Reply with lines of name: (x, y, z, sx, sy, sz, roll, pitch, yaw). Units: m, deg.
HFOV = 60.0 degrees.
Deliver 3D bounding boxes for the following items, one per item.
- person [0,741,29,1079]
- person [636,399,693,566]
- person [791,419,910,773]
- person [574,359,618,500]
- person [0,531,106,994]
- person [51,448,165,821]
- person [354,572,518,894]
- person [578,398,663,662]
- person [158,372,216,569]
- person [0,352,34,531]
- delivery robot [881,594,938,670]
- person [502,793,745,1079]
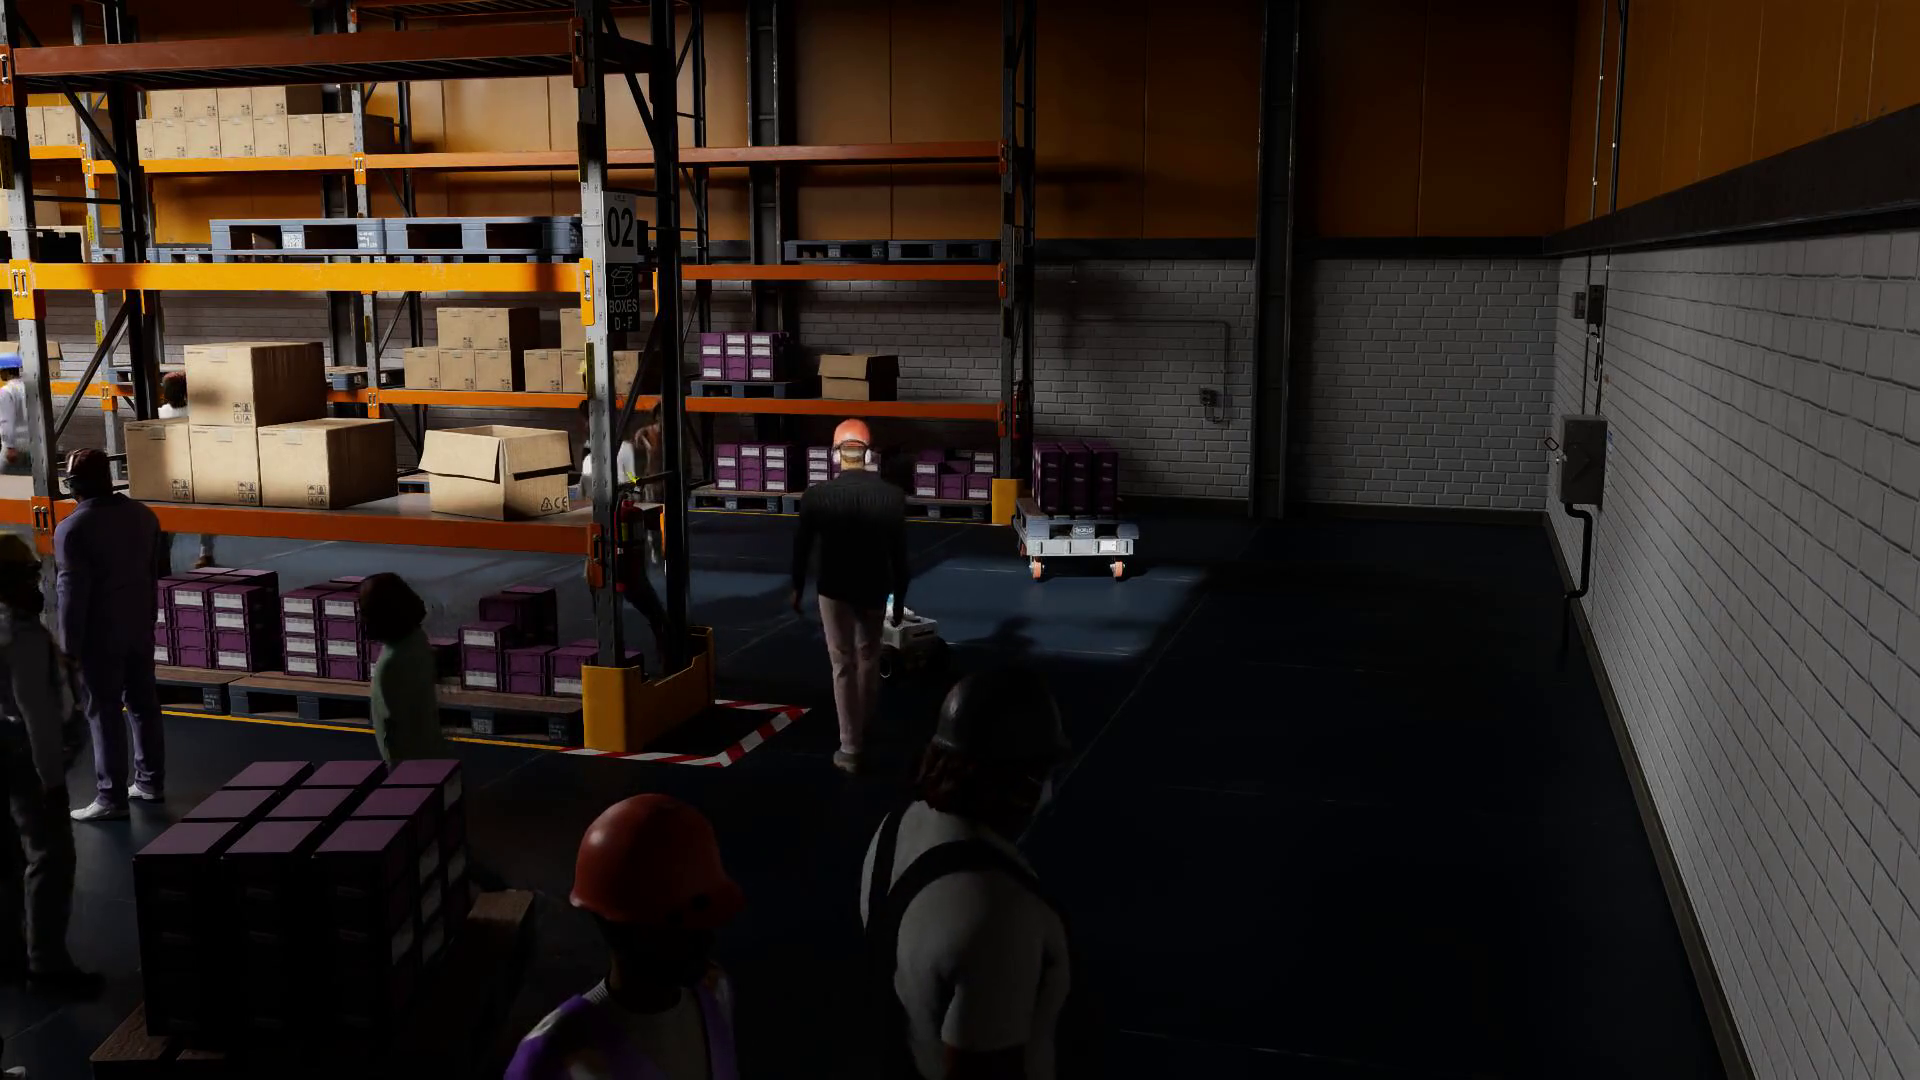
person: (-3.412, 0.973, 5.415, 0.591, 1.921, 0.392, -2, 10, -13)
person: (-2.705, -0.490, 15.210, 0.531, 1.621, 0.472, -2, 10, -12)
person: (-0.639, 0.285, 9.536, 0.642, 1.930, 1.005, -2, 9, -11)
person: (-3.844, -0.995, 17.555, 0.999, 1.872, 0.596, 0, 9, -3)
person: (-3.600, 0.874, 6.425, 0.646, 1.797, 0.404, 9, 13, 44)
person: (-4.365, 0.479, 8.488, 0.407, 1.902, 0.639, 2, 10, 14)
person: (-2.123, 0.913, 6.680, 0.606, 1.612, 0.529, 0, 9, 1)
person: (-2.350, -0.041, 11.525, 0.658, 1.940, 0.629, 4, 10, 25)
person: (-7.132, -0.597, 15.196, 0.600, 1.841, 0.928, 1, 9, 6)
person: (-10.067, -1.025, 17.621, 0.957, 1.900, 0.653, 1, 9, 4)
delivery robot: (-0.480, 0.618, 11.441, 0.477, 0.478, 0.707, -8, 12, -41)
person: (-0.523, 1.377, 2.896, 0.364, 1.939, 0.542, 5, 10, 26)
